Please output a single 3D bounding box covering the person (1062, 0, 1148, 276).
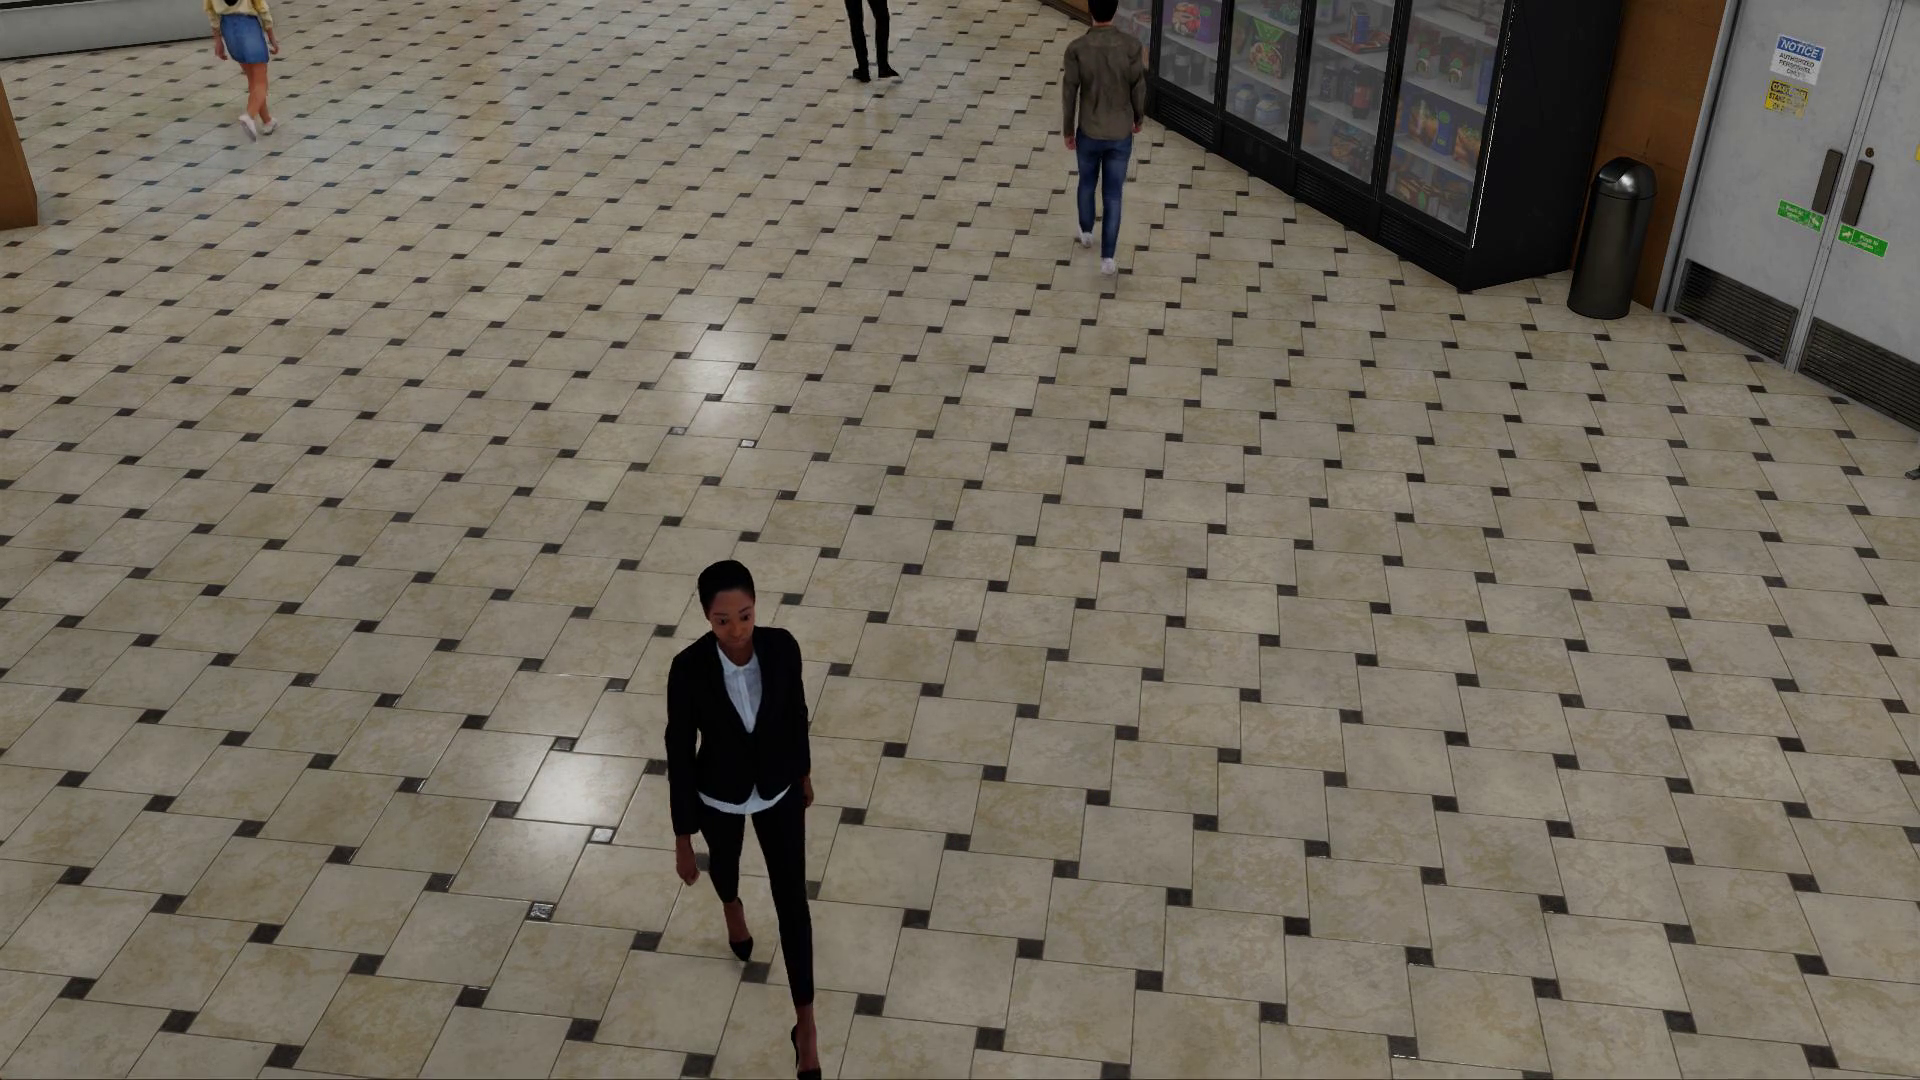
[{"bbox_3d":[0.954,-2.625,10.877,1.228,1.835,1.137,2,32,3],"label":"person"}]

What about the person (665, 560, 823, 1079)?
[{"bbox_3d":[-0.717,0.815,5.394,1.102,1.784,0.785,-10,33,-16],"label":"person"}]

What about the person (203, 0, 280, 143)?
[{"bbox_3d":[-5.713,-3.942,13.210,1.074,1.605,0.970,-1,32,-2],"label":"person"}]

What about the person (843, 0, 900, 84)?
[{"bbox_3d":[-0.856,-4.916,14.550,0.855,1.842,0.999,7,33,12],"label":"person"}]
